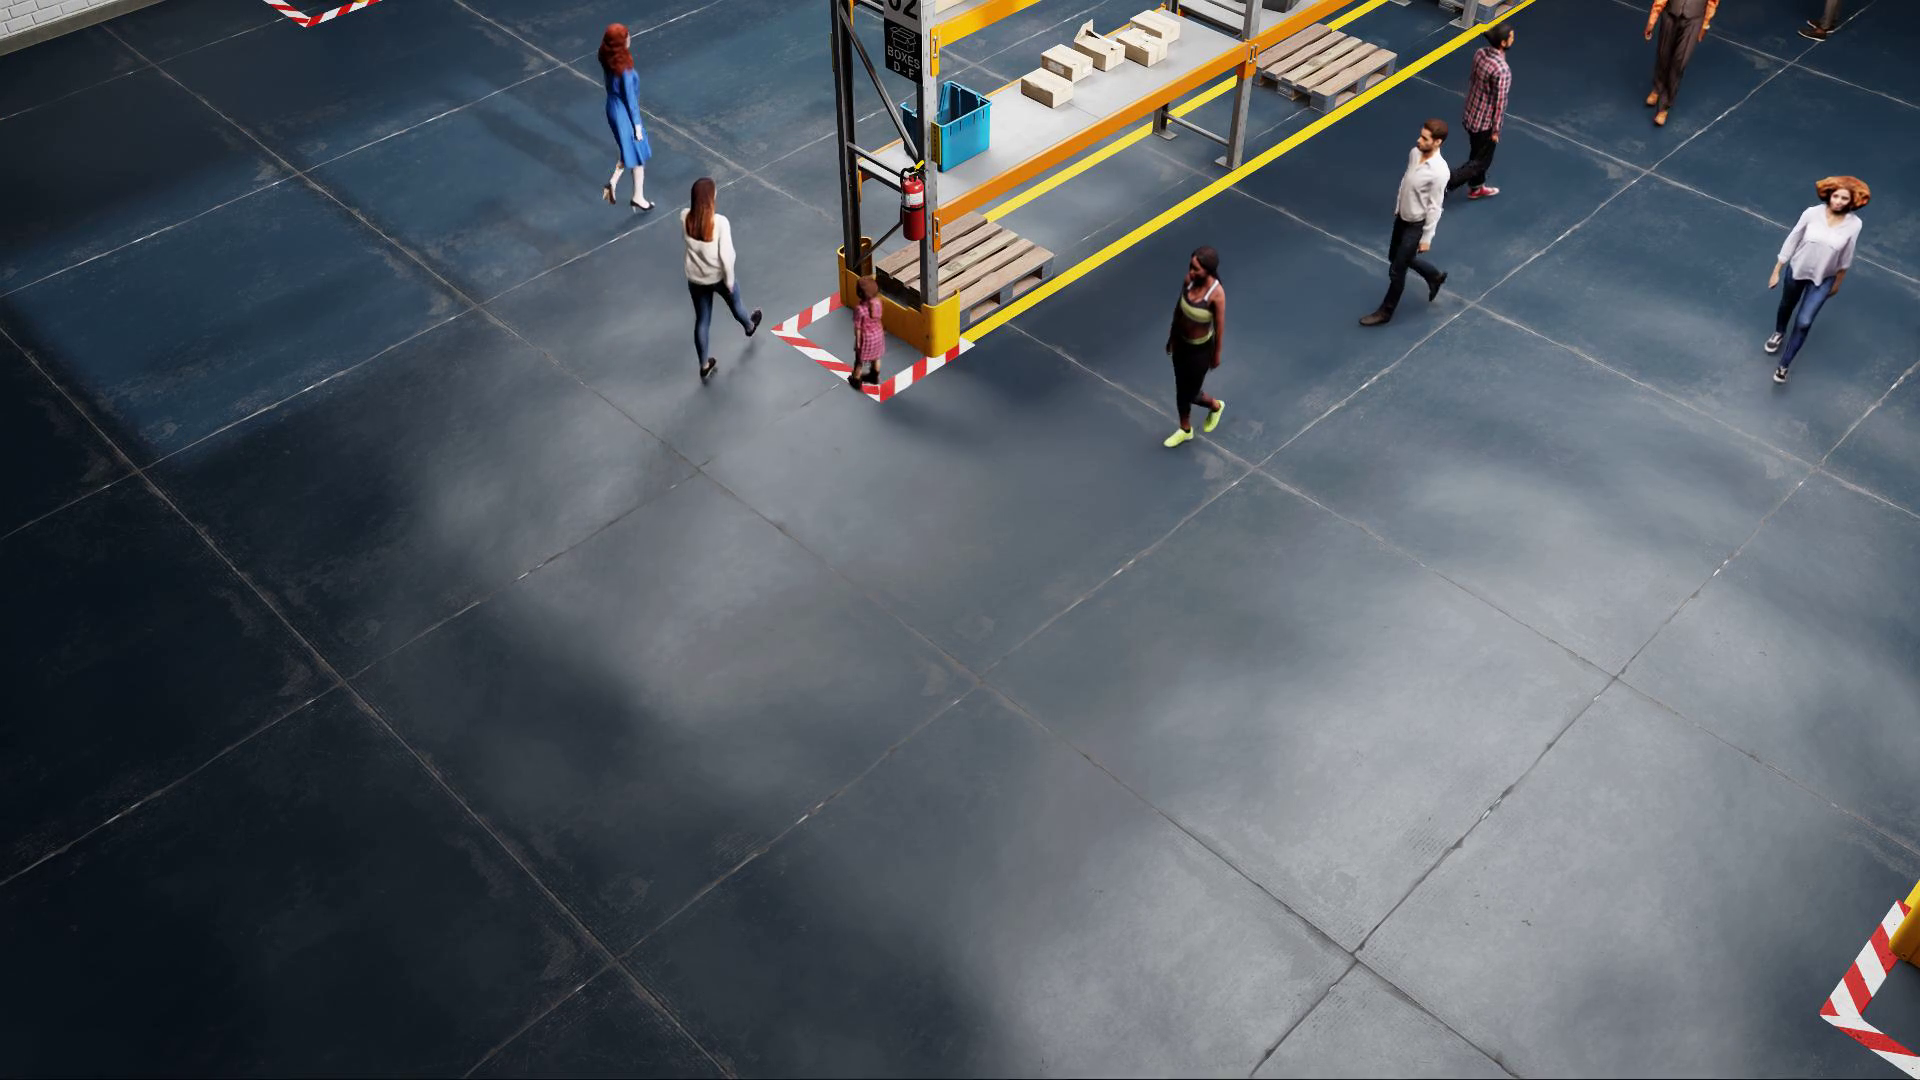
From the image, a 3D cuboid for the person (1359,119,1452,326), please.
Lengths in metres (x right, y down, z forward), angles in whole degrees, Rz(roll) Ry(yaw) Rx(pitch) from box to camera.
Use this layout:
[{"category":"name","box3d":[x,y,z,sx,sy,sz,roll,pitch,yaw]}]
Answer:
[{"category":"person","box3d":[3.707,-2.544,13.346,1.132,1.851,0.966,-12,45,-12]}]

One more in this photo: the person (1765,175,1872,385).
[{"category":"person","box3d":[6.698,-2.138,13.046,0.750,1.677,1.077,26,50,25]}]

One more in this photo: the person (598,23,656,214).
[{"category":"person","box3d":[-2.993,-3.611,14.493,0.805,1.814,0.666,-28,50,-27]}]

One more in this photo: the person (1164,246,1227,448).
[{"category":"person","box3d":[1.790,-1.443,12.269,0.776,1.742,0.632,-26,50,-25]}]

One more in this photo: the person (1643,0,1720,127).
[{"category":"person","box3d":[6.922,-5.018,15.922,0.844,1.880,1.051,24,49,23]}]

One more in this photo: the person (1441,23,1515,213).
[{"category":"person","box3d":[4.557,-3.702,14.640,1.162,1.743,1.025,-9,44,-10]}]

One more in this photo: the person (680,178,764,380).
[{"category":"person","box3d":[-1.968,-1.988,12.906,0.937,1.654,1.150,13,45,13]}]

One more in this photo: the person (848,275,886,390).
[{"category":"person","box3d":[-0.686,-1.612,12.973,0.504,1.016,0.438,33,53,30]}]
